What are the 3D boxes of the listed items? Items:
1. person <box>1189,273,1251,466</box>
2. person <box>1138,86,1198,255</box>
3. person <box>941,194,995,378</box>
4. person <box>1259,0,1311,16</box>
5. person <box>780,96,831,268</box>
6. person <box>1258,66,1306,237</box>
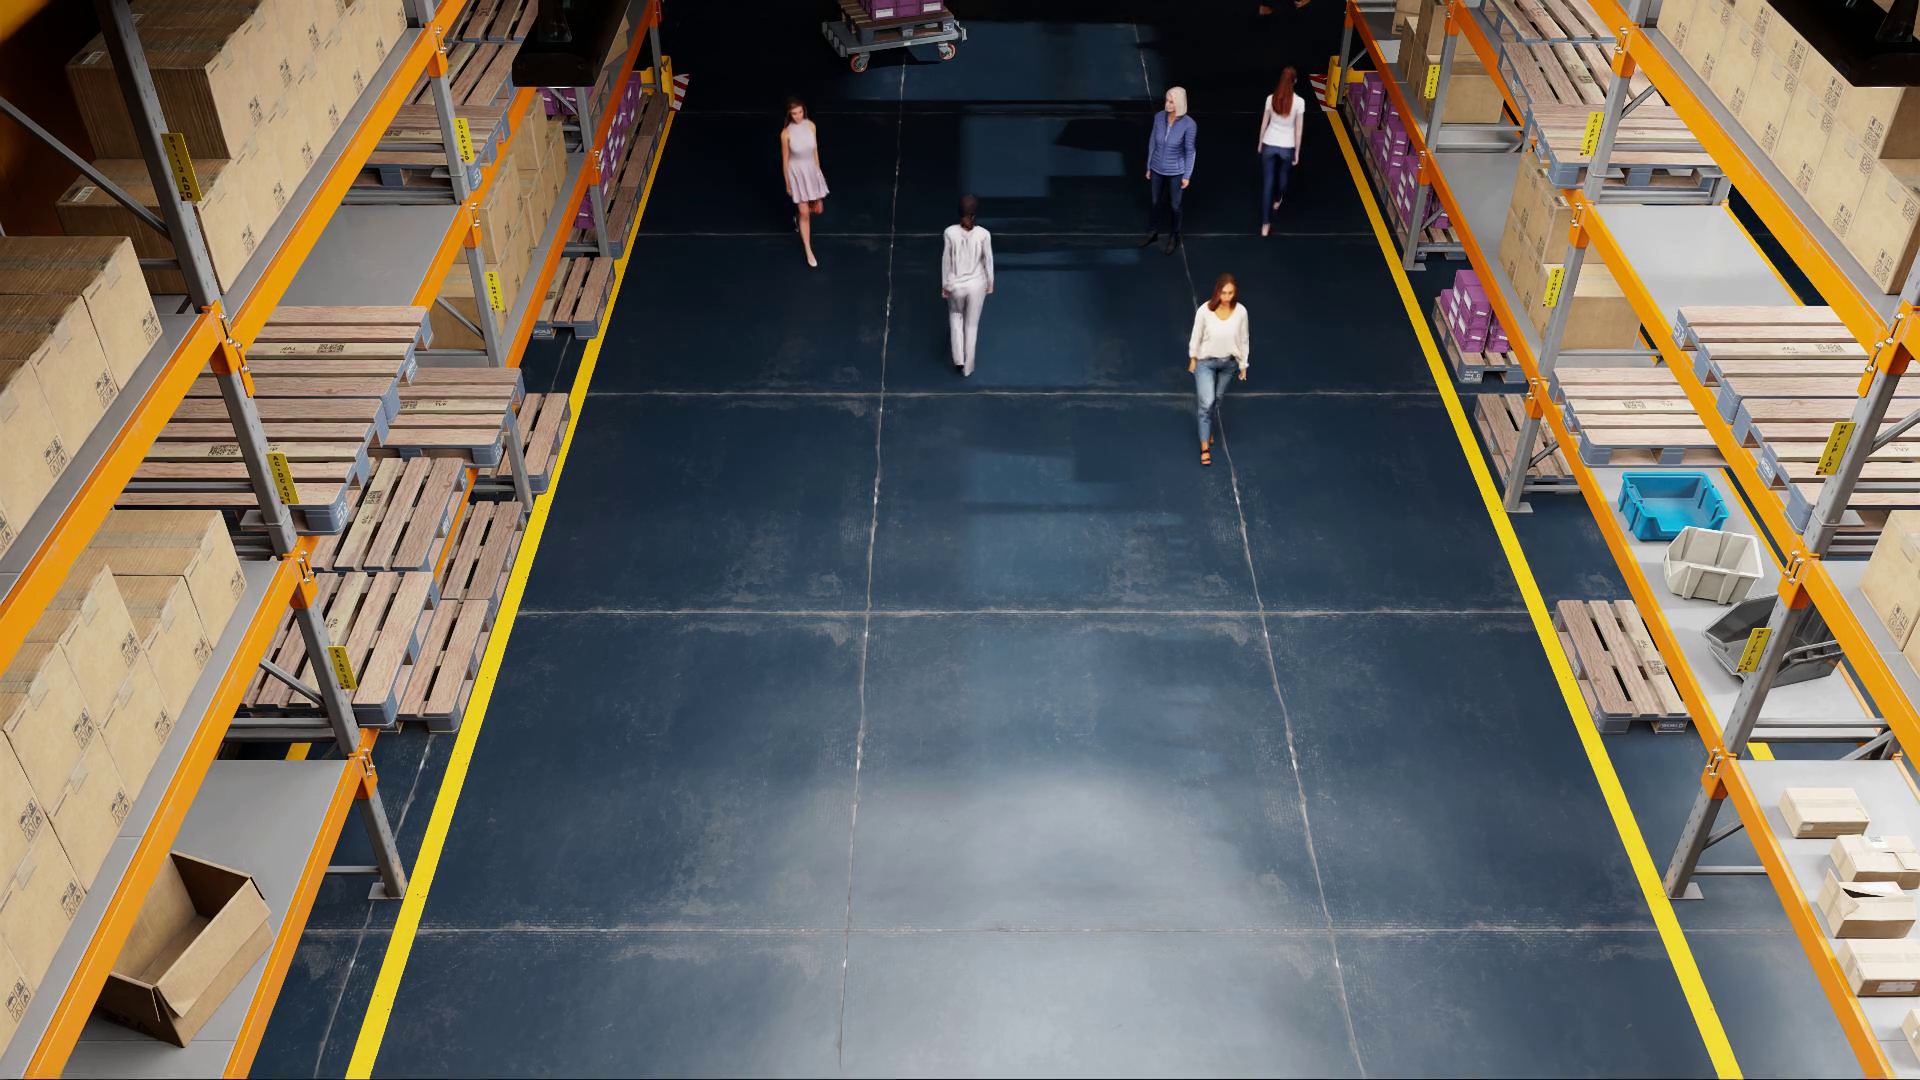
[{"bbox_3d":[2.141,-1.530,13.938,0.661,1.664,0.885,-2,39,-3],"label":"person"},{"bbox_3d":[2.093,-3.725,16.625,0.726,1.741,0.734,22,44,25],"label":"person"},{"bbox_3d":[0.044,-2.194,14.693,0.642,1.760,0.642,4,39,5],"label":"person"},{"bbox_3d":[4.147,-7.585,21.560,1.063,1.614,1.091,-20,43,-23],"label":"person"},{"bbox_3d":[-1.580,-3.576,16.425,0.803,1.757,0.924,-19,42,-22],"label":"person"},{"bbox_3d":[3.217,-3.912,16.902,0.782,1.688,1.181,9,39,11],"label":"person"}]
